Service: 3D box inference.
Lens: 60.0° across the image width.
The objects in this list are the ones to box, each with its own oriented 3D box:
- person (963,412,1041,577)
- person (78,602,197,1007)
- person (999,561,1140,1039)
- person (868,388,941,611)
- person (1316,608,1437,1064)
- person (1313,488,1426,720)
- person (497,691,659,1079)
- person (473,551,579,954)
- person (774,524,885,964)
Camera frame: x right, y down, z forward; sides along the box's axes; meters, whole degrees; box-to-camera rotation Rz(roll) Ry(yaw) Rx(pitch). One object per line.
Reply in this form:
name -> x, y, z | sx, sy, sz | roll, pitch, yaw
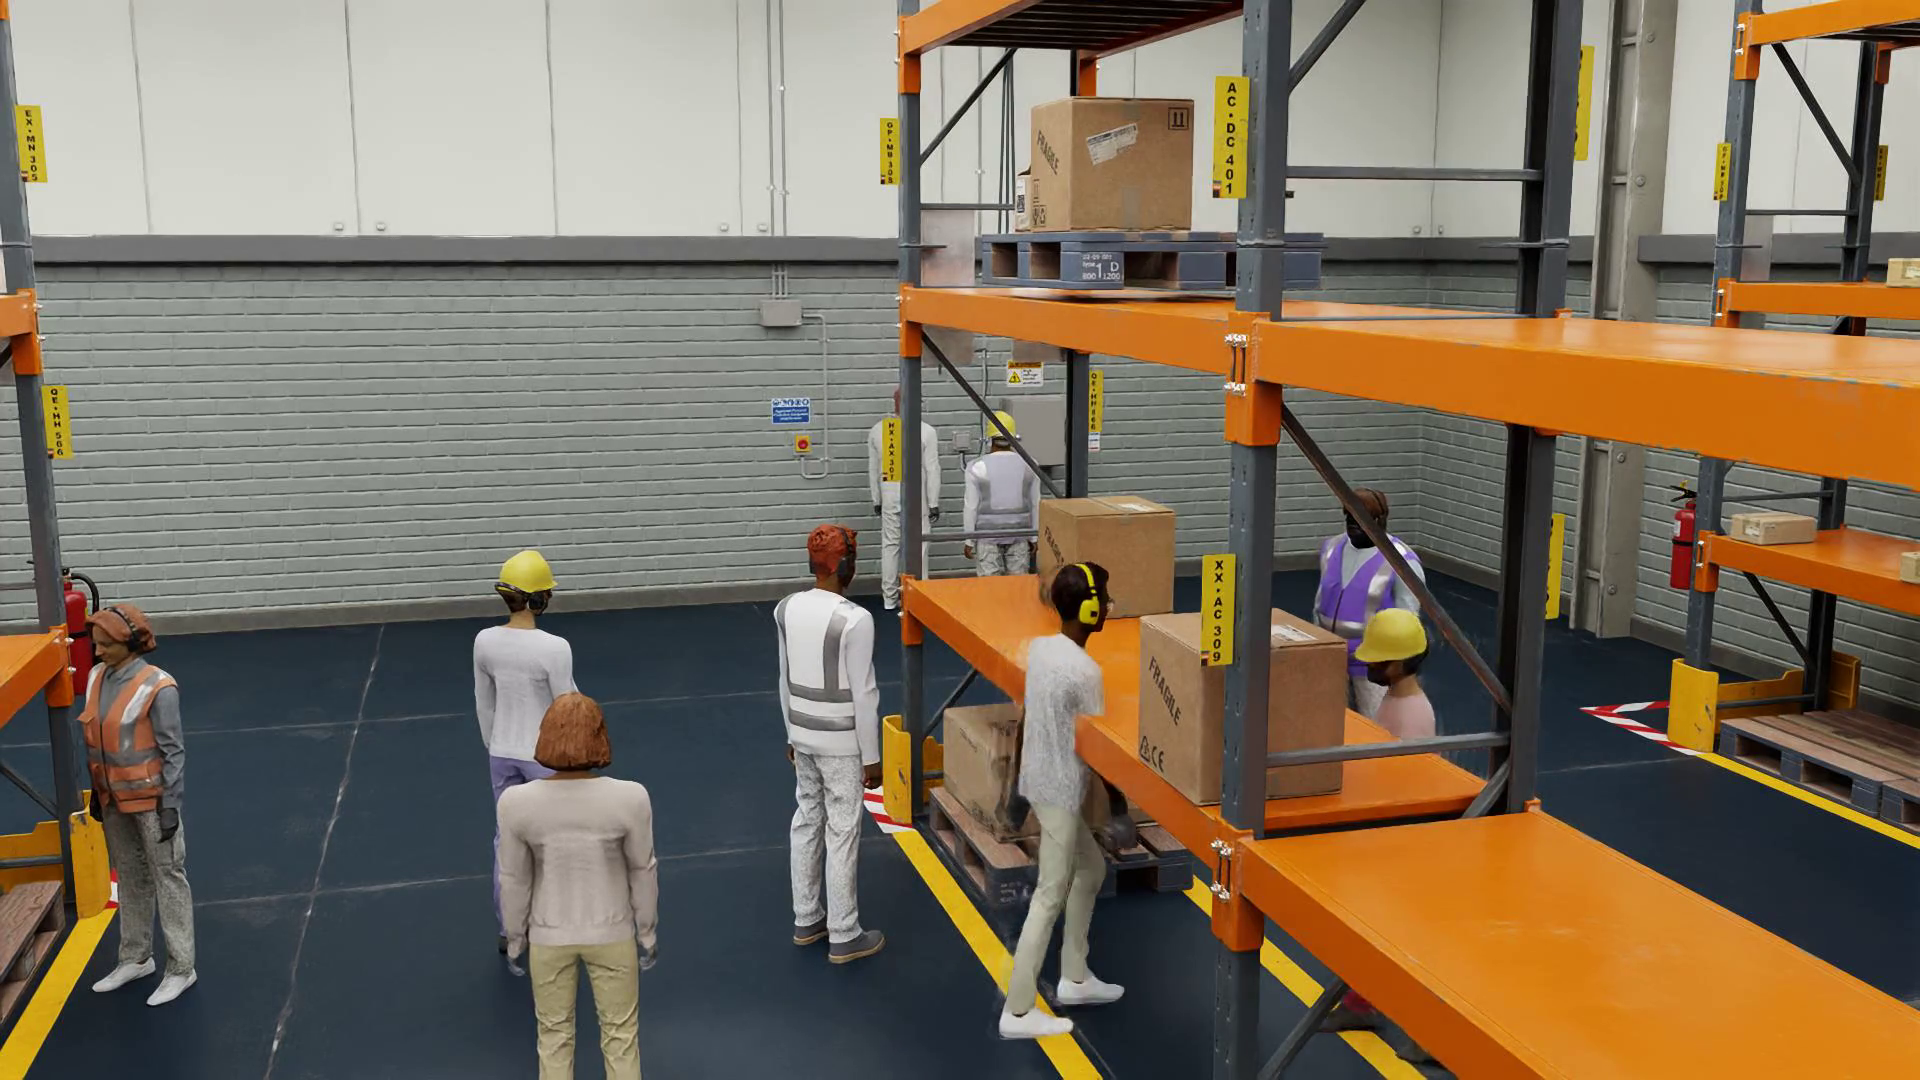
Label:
person -> 0.308, -0.039, 12.385 | 0.595, 1.832, 0.404 | -2, 10, -13
person -> -3.317, 1.054, 6.709 | 0.514, 1.639, 0.310 | 5, 11, 26
person -> 0.447, 1.003, 6.428 | 0.742, 1.846, 0.493 | -3, 10, -17
person -> -0.440, -0.336, 13.882 | 0.643, 1.905, 0.400 | 5, 11, 27
person -> 1.627, 1.101, 6.150 | 0.582, 1.739, 0.540 | 1, 10, 5
person -> 2.057, 0.638, 8.540 | 0.429, 1.837, 0.627 | -7, 12, -36
person -> -1.220, 1.291, 5.369 | 0.498, 1.634, 0.284 | -1, 10, -3
person -> -1.822, 0.921, 7.105 | 0.524, 1.769, 0.308 | 4, 11, 24
person -> -0.553, 0.862, 7.126 | 0.575, 1.880, 0.358 | 10, 14, 44
